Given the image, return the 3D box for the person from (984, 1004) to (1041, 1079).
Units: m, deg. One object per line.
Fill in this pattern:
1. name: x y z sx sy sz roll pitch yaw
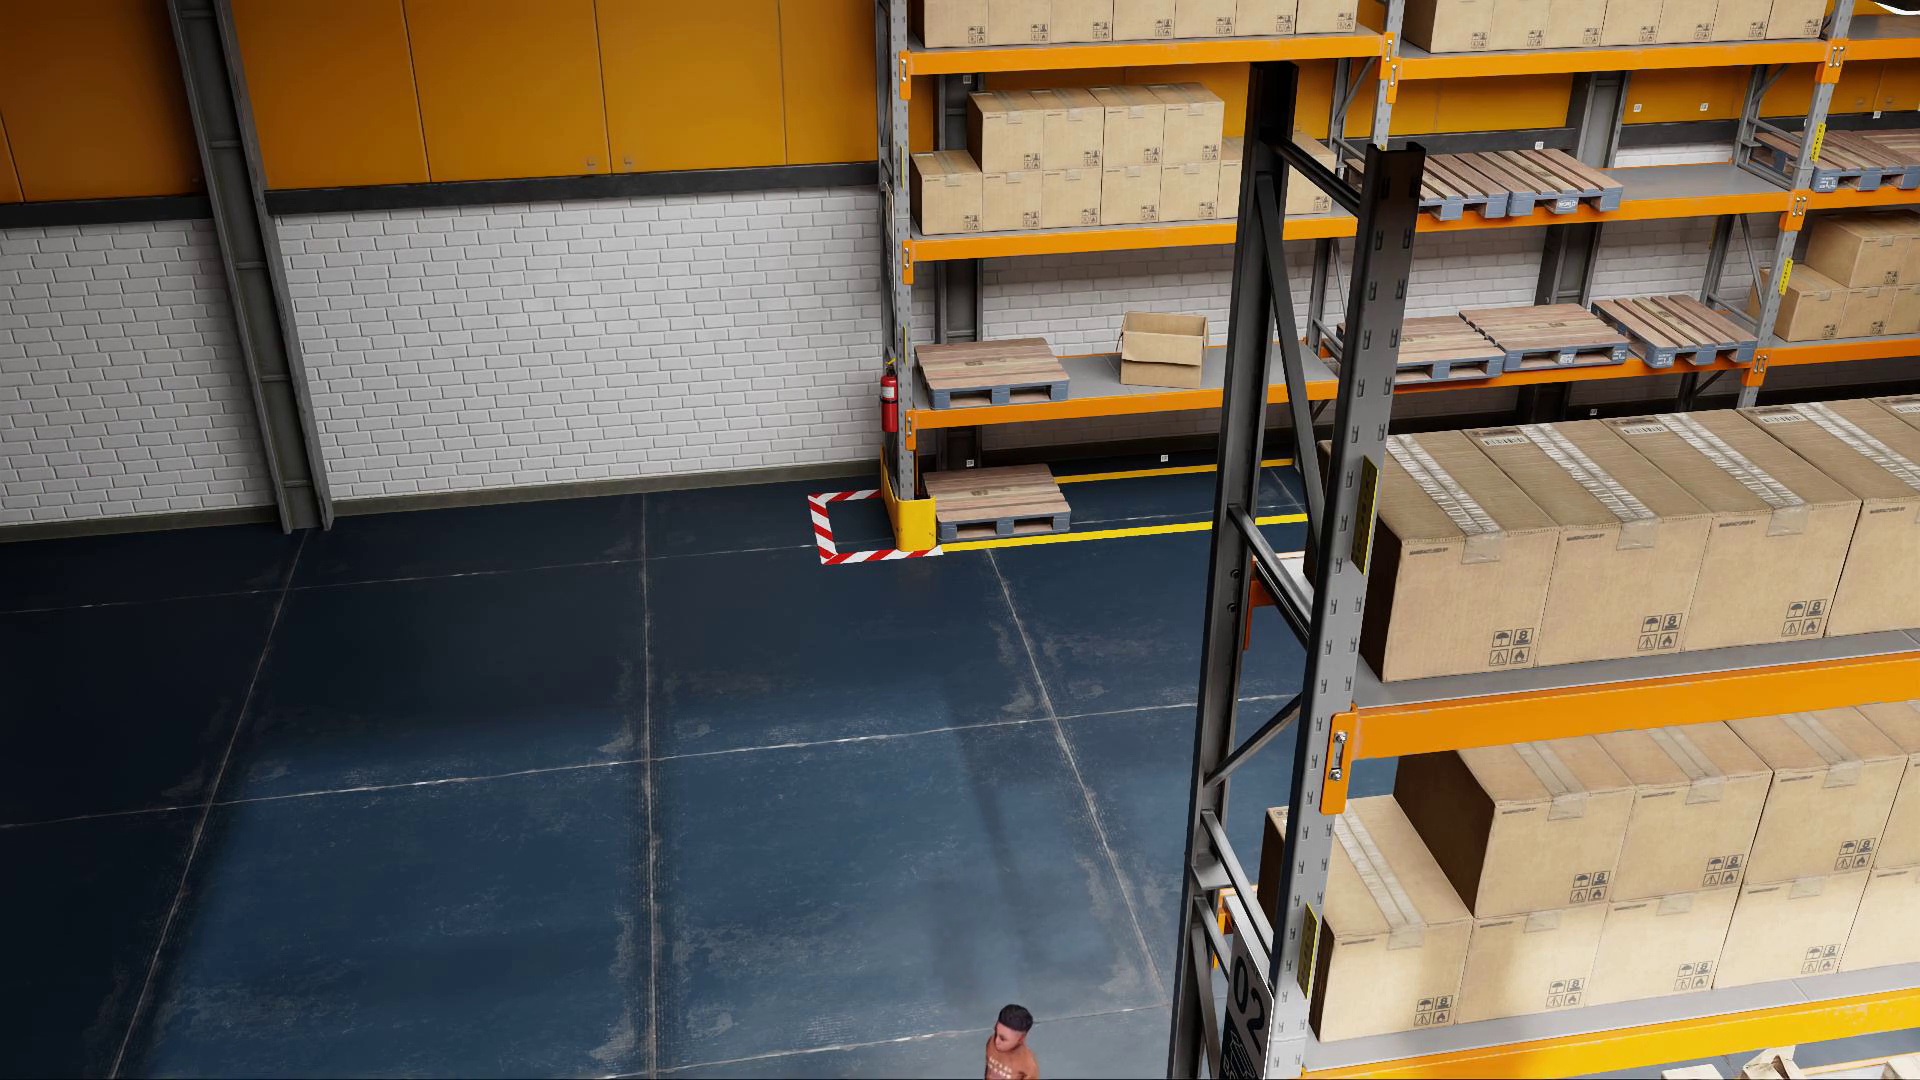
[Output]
1. person: 0.308 2.833 8.379 0.940 1.238 0.809 -25 37 -38
